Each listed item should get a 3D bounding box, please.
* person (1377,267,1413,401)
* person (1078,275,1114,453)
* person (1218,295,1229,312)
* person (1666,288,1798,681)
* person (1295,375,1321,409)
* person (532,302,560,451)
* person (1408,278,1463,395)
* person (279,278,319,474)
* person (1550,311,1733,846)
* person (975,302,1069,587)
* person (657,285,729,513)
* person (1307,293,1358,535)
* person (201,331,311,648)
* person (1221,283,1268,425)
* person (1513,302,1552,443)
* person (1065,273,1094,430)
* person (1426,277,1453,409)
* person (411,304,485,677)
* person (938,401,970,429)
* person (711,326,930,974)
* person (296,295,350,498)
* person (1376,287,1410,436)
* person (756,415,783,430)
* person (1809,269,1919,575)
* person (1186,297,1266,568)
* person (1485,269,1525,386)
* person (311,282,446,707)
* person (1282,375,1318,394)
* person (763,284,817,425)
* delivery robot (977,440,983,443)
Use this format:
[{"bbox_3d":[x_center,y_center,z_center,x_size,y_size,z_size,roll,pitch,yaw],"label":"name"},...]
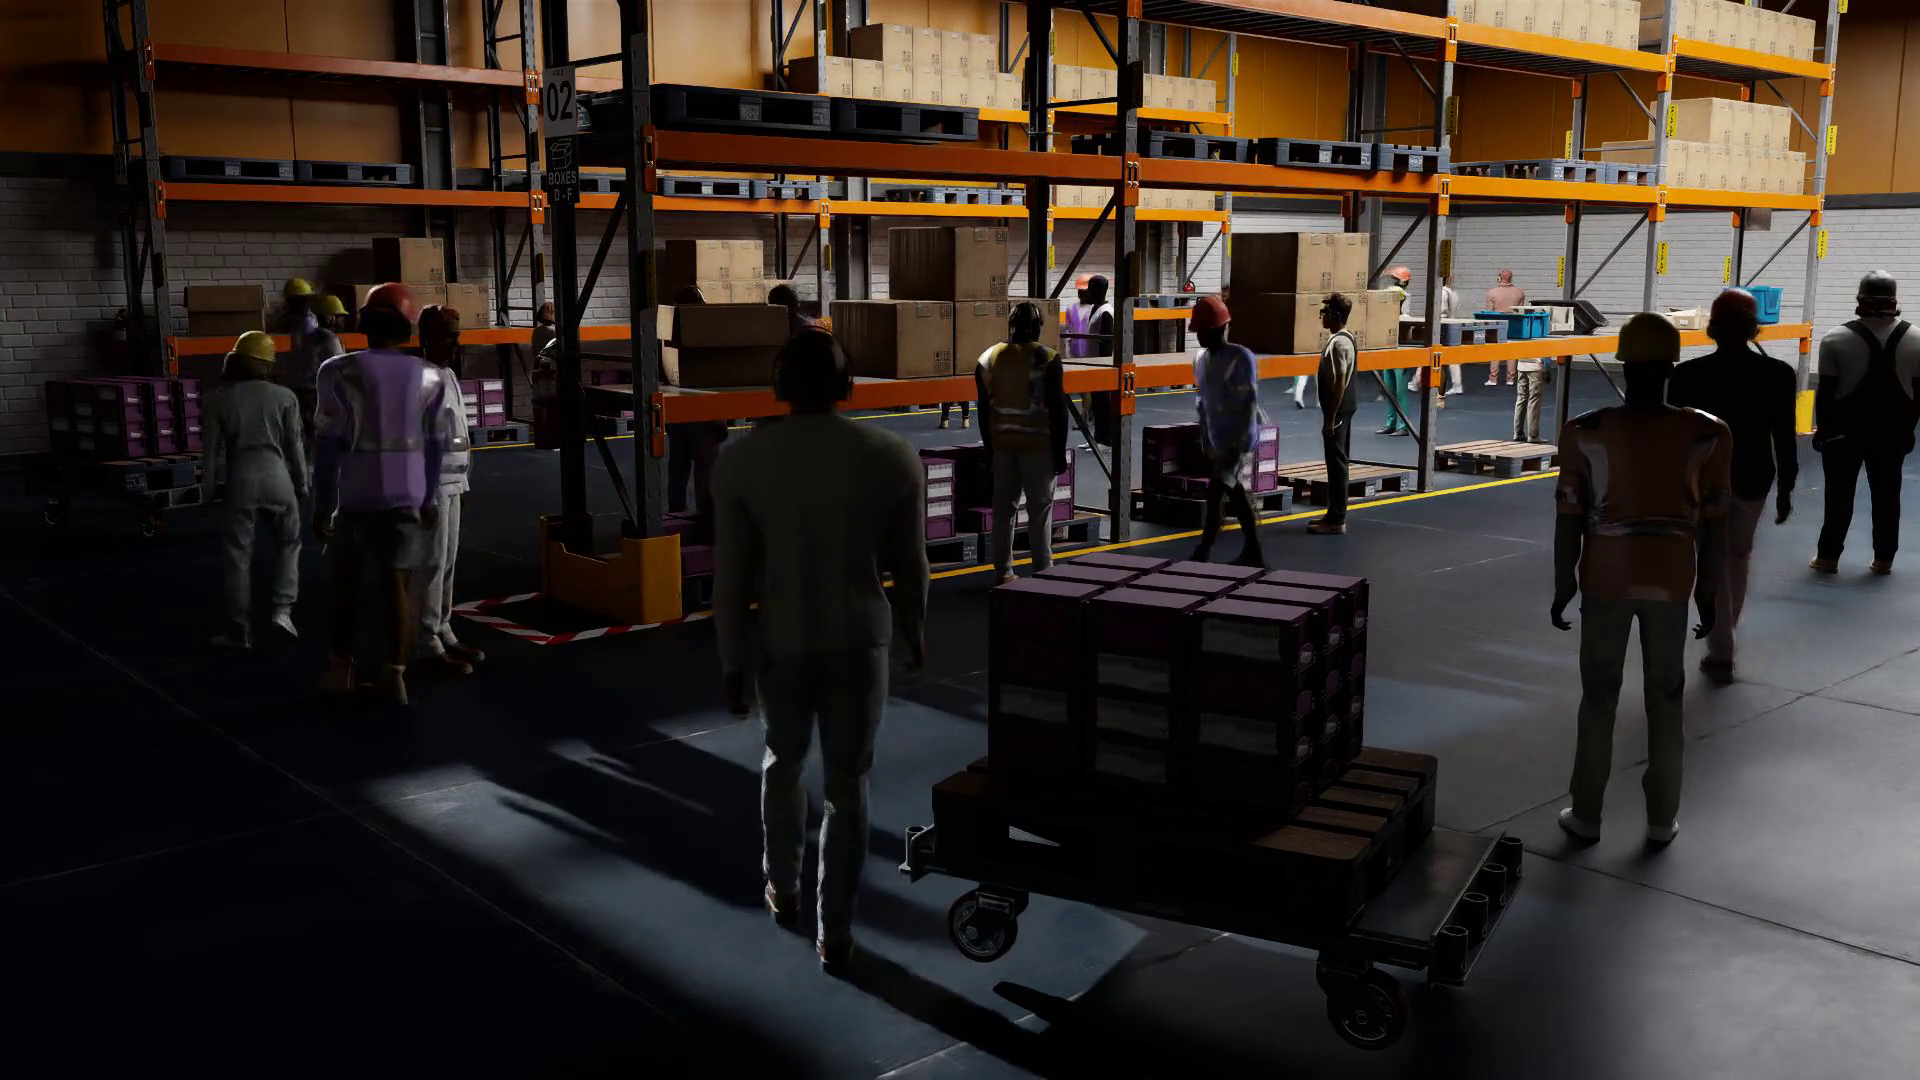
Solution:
[{"bbox_3d":[6.396,-3.011,24.395,0.583,1.967,0.633,-6,12,-33],"label":"person"},{"bbox_3d":[1.524,-1.911,18.085,0.386,1.918,0.595,-2,10,-9],"label":"person"},{"bbox_3d":[3.521,-2.461,21.100,0.611,1.988,0.391,1,10,6],"label":"person"},{"bbox_3d":[3.907,-0.308,8.576,0.641,1.950,0.911,1,10,9],"label":"person"},{"bbox_3d":[4.921,-2.628,23.239,0.512,1.606,0.800,7,12,35],"label":"person"},{"bbox_3d":[-4.492,-1.785,18.213,0.492,1.625,0.282,8,13,41],"label":"person"},{"bbox_3d":[7.346,-3.165,25.616,0.647,1.856,0.994,-9,13,-42],"label":"person"},{"bbox_3d":[-6.421,-1.571,16.103,0.650,1.907,0.612,-5,11,-27],"label":"person"},{"bbox_3d":[2.431,0.149,5.994,0.587,1.930,0.363,2,10,12],"label":"person"},{"bbox_3d":[0.414,-0.573,10.494,0.620,1.838,0.429,6,11,31],"label":"person"},{"bbox_3d":[-1.941,-0.909,12.245,0.649,1.912,0.409,7,12,35],"label":"person"},{"bbox_3d":[2.863,-0.963,12.747,0.341,1.845,0.511,3,10,16],"label":"person"},{"bbox_3d":[-3.824,-0.269,9.043,0.589,1.719,0.370,-5,11,-26],"label":"person"},{"bbox_3d":[3.168,-2.022,19.023,0.952,1.829,0.535,-3,10,-18],"label":"person"},{"bbox_3d":[6.540,-1.921,18.988,0.313,1.633,0.511,-4,10,-20],"label":"person"},{"bbox_3d":[1.562,-2.320,20.486,0.548,1.920,0.671,5,11,28],"label":"person"},{"bbox_3d":[6.631,-2.826,23.110,0.391,2.034,0.605,4,10,20],"label":"person"},{"bbox_3d":[-2.653,-0.253,8.481,0.349,1.881,0.577,0,10,-1],"label":"person"},{"bbox_3d":[-0.075,-2.204,20.449,0.538,1.696,0.317,-2,10,-10],"label":"person"},{"bbox_3d":[-0.414,0.304,5.134,0.642,1.908,0.813,0,10,-2],"label":"person"},{"bbox_3d":[-5.519,-1.267,14.725,0.944,1.779,0.609,-7,12,-34],"label":"person"},{"bbox_3d":[5.142,-2.104,19.696,0.341,1.761,0.529,-4,10,-21],"label":"person"},{"bbox_3d":[-1.531,-1.149,13.713,0.642,1.901,0.998,8,13,40],"label":"person"},{"bbox_3d":[6.050,-0.787,11.146,0.682,2.000,0.537,2,10,10],"label":"person"},{"bbox_3d":[1.696,-0.648,10.894,1.018,1.848,0.557,-5,11,-28],"label":"person"},{"bbox_3d":[8.893,-3.470,27.250,0.643,1.909,0.410,-1,10,-4],"label":"person"},{"bbox_3d":[-2.797,-0.217,7.933,0.684,2.004,0.610,-8,13,-39],"label":"person"},{"bbox_3d":[5.329,-3.154,25.618,0.659,1.826,0.579,-1,10,-4],"label":"person"},{"bbox_3d":[-1.303,-1.050,13.076,0.634,1.905,0.649,-3,10,-19],"label":"person"},{"bbox_3d":[0.322,-0.767,15.100,0.477,0.478,0.707,8,13,39],"label":"delivery robot"}]
